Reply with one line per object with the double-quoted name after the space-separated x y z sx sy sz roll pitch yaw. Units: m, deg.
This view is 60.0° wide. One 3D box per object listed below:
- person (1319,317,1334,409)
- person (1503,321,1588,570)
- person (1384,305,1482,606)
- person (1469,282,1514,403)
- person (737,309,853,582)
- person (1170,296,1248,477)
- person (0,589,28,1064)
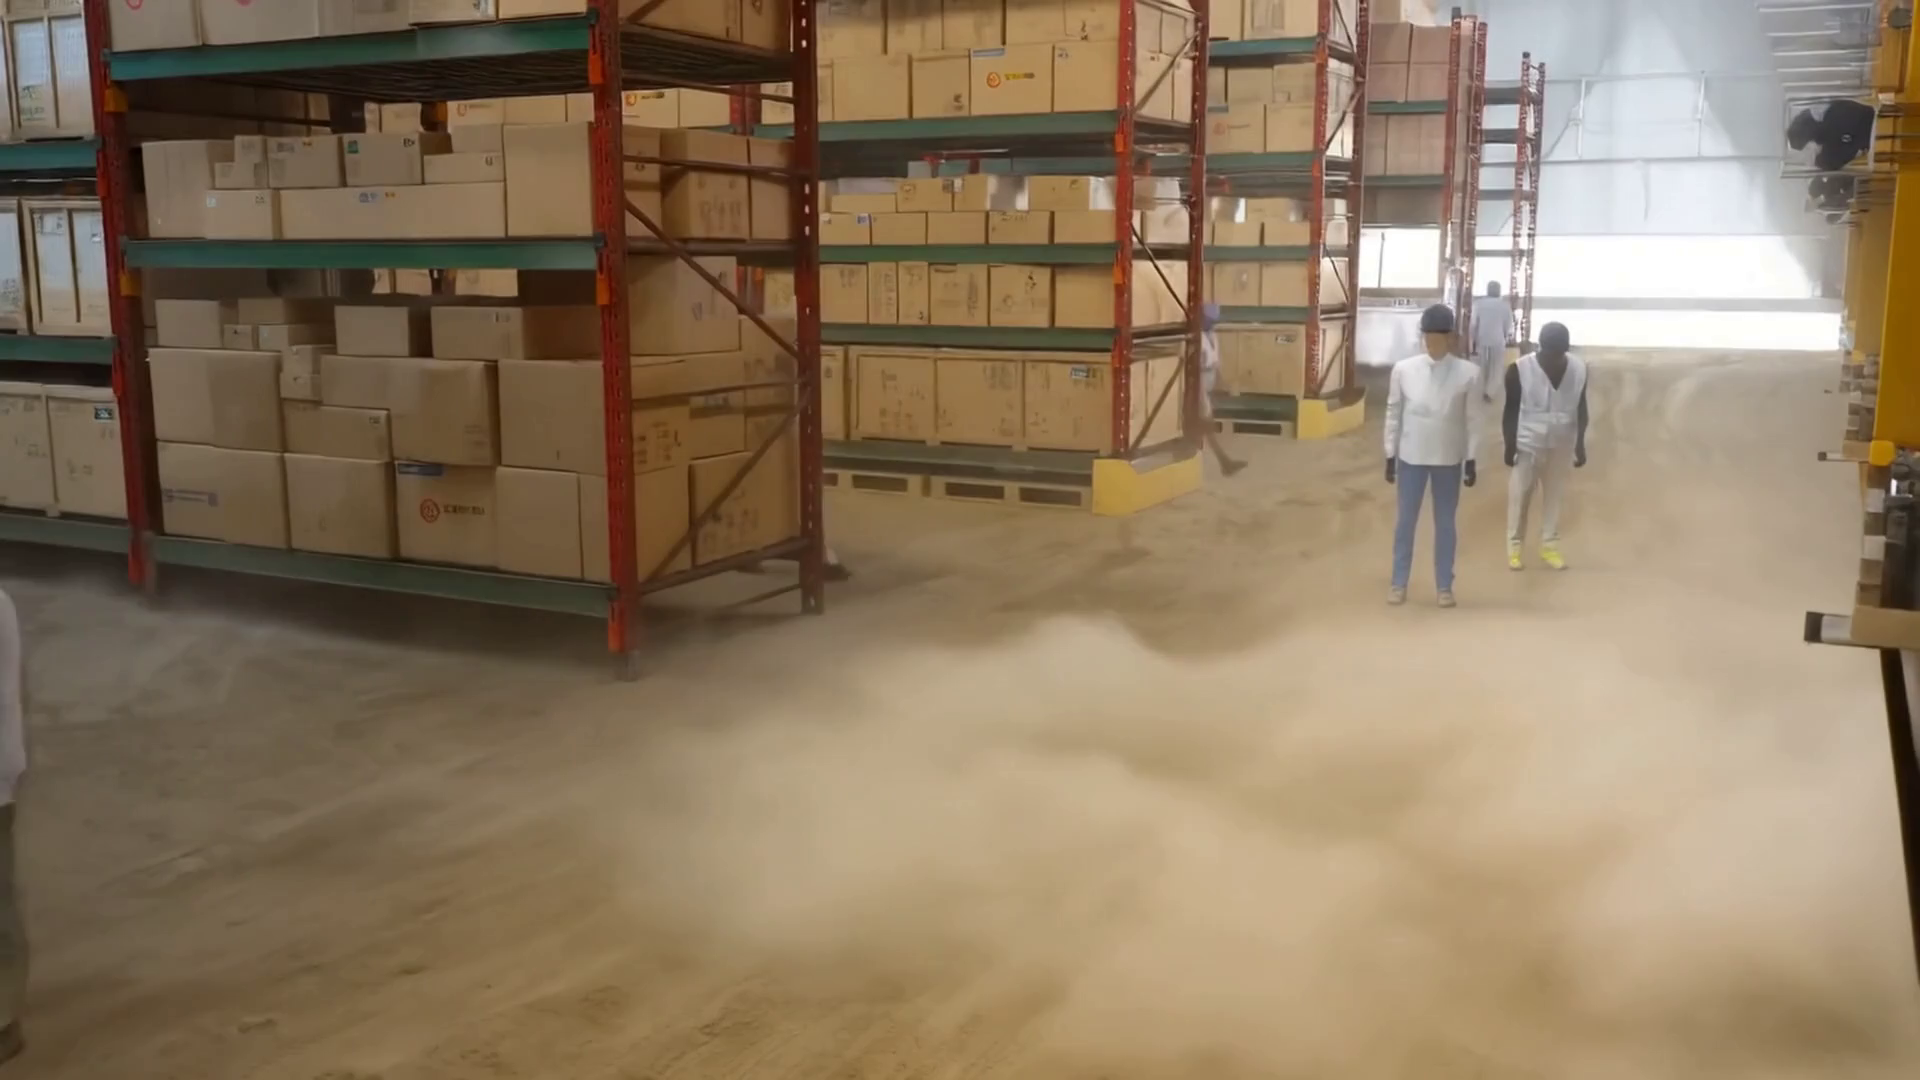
5.193 -2.700 24.223 0.511 1.715 0.680 -6 12 -31 "person"
4.308 -0.688 12.244 0.620 1.842 0.429 0 10 -1 "person"
3.116 -0.552 11.004 0.608 1.994 0.382 3 10 15 "person"
8.308 -3.087 26.018 0.649 1.887 1.037 5 11 26 "person"
-1.253 -0.666 11.865 1.060 1.945 0.625 8 13 39 "person"
2.595 -1.601 17.406 1.002 1.877 0.557 7 12 35 "person"
-2.839 0.660 4.653 0.545 1.754 0.364 3 10 19 "person"
